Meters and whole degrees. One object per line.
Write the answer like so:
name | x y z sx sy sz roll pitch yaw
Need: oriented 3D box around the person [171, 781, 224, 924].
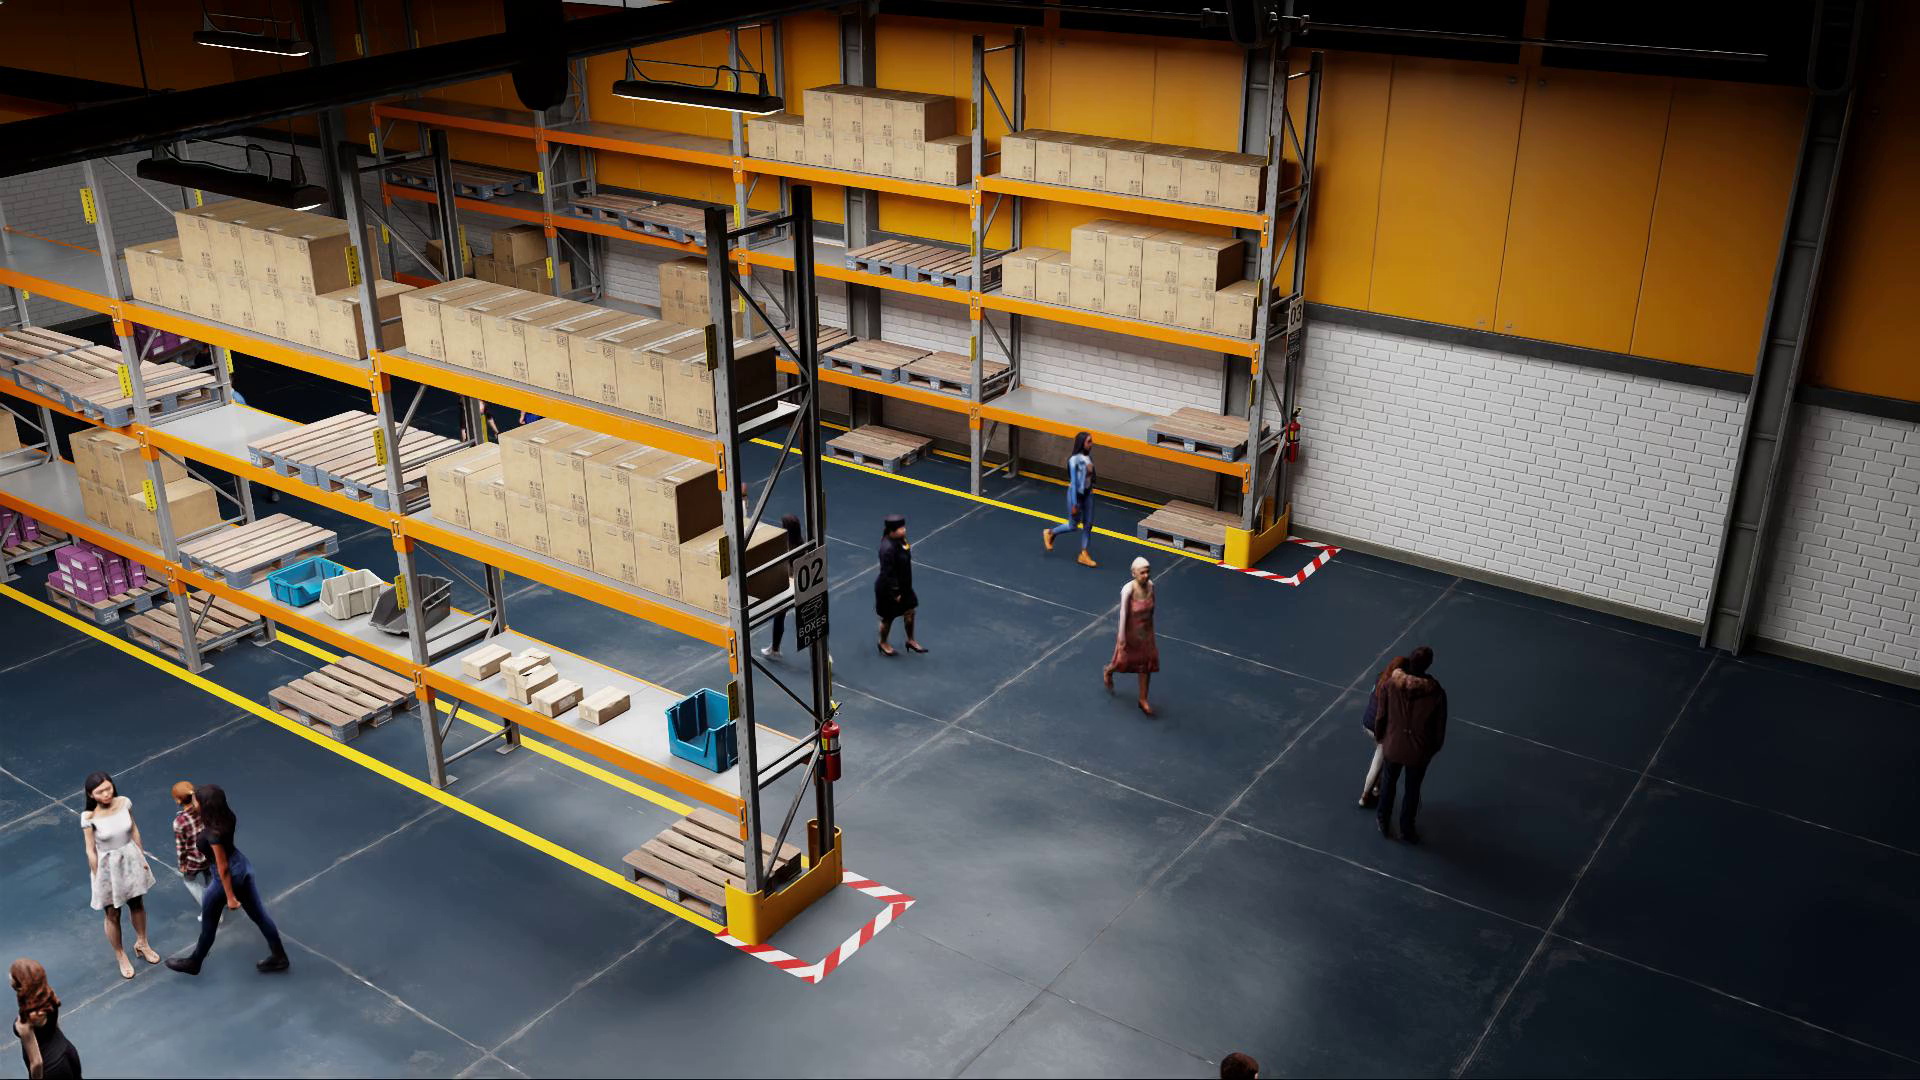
person | -6.175 2.579 13.587 0.513 1.294 0.557 13 27 28

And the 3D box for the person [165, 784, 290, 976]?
person | -5.551 2.661 12.900 1.177 1.693 1.014 -1 24 -3

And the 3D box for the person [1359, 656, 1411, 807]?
person | 3.836 1.764 15.230 0.768 1.471 0.744 -16 28 -32

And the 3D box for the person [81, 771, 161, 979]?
person | -6.561 2.584 12.975 0.624 1.774 0.640 16 28 33

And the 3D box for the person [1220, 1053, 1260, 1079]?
person | 1.621 3.838 9.997 0.680 1.862 0.730 8 25 18

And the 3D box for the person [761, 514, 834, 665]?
person | -1.683 0.575 17.625 1.140 1.732 0.630 14 27 28

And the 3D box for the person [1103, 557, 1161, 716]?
person | 1.732 0.923 16.914 0.866 1.664 1.110 -13 27 -27

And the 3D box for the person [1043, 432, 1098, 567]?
person | 1.374 -0.505 20.145 0.966 1.692 0.634 18 29 35

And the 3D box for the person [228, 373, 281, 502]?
person | -9.423 -1.360 21.983 0.977 1.787 0.935 -21 31 -40

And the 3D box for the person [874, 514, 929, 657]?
person | -0.778 0.496 17.899 0.876 1.656 0.818 8 25 18

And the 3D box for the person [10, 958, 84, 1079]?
person | -5.962 3.478 10.965 0.704 1.747 0.666 -1 24 -3

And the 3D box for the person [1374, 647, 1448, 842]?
person | 3.944 1.811 14.665 0.640 1.837 0.859 10 26 22
